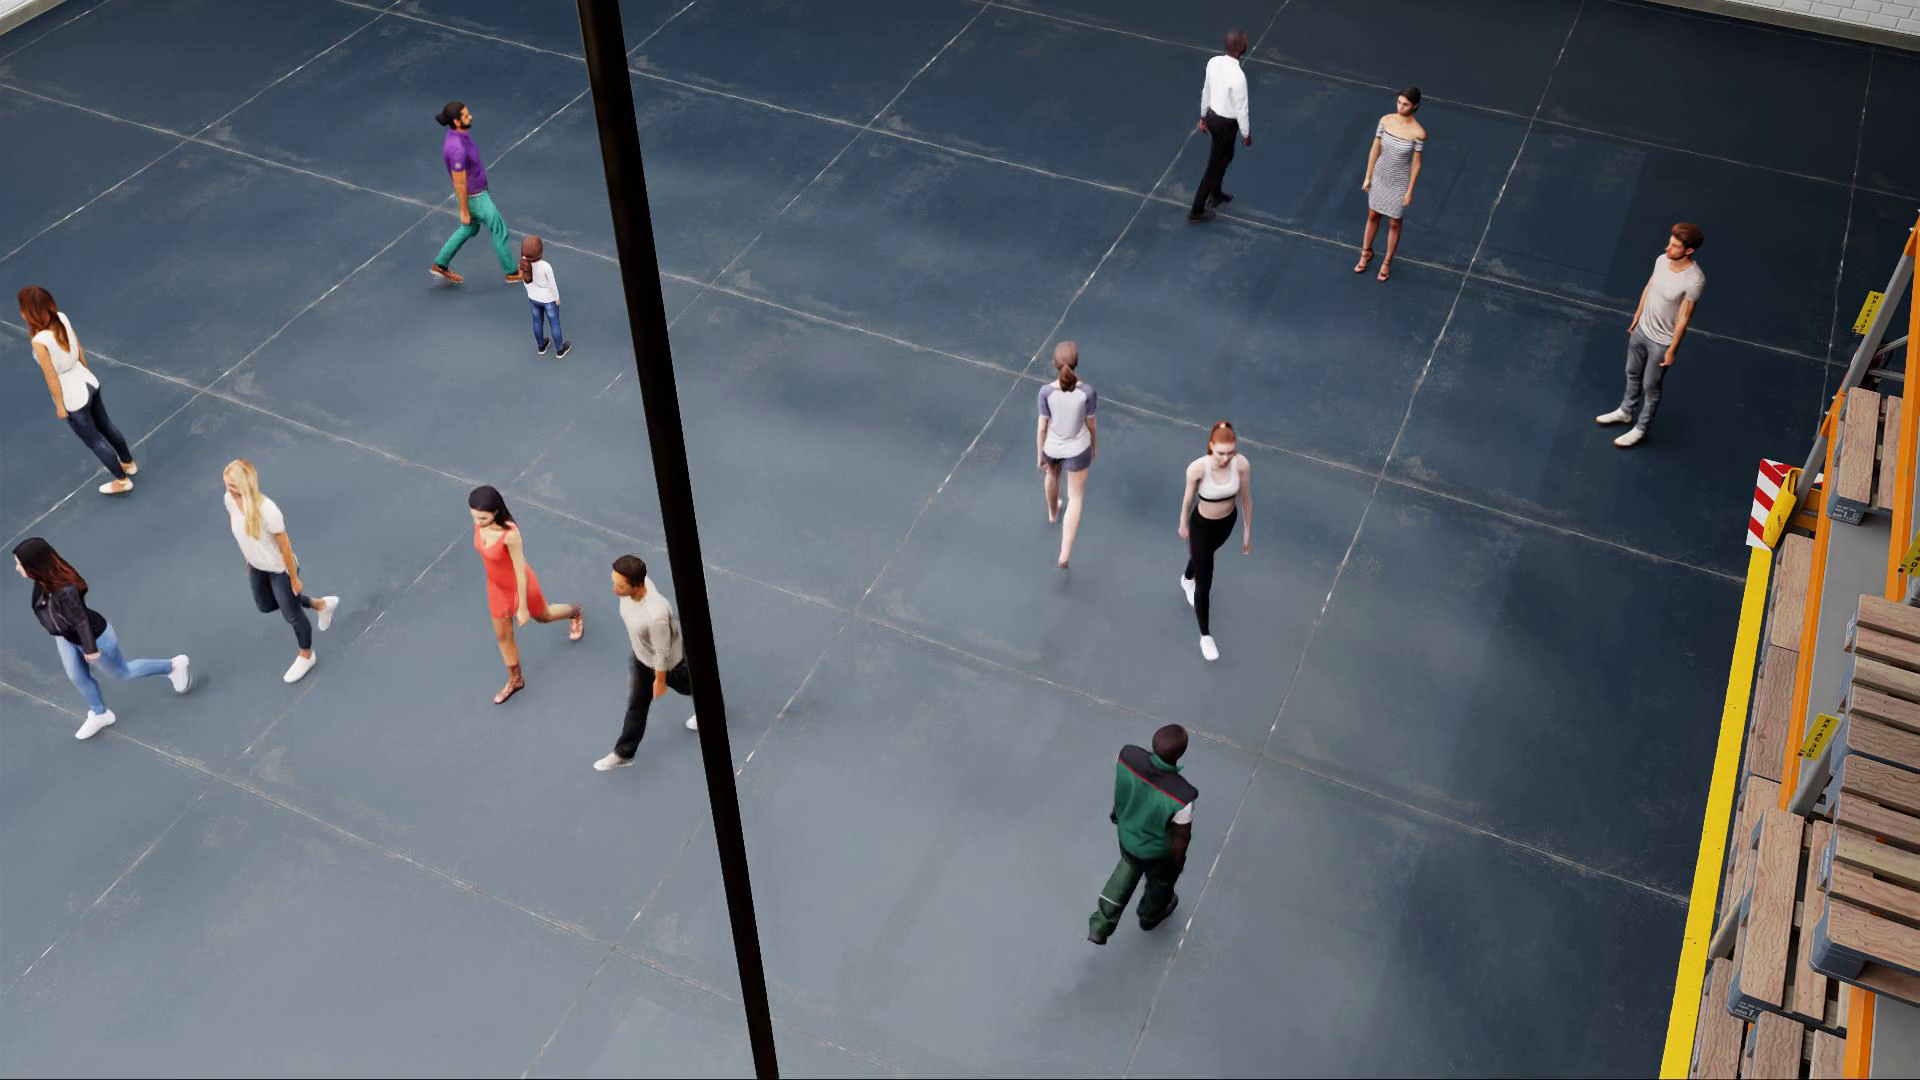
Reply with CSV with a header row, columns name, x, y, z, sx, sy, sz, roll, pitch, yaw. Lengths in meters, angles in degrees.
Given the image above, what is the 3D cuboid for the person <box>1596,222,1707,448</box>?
name,x,y,z,sx,sy,sz,roll,pitch,yaw
person,5.268,-1.557,12.519,0.804,1.889,0.739,-13,45,-13

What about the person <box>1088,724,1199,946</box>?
name,x,y,z,sx,sy,sz,roll,pitch,yaw
person,0.999,1.673,9.177,0.849,1.822,1.036,32,52,29

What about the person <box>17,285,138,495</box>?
name,x,y,z,sx,sy,sz,roll,pitch,yaw
person,-6.403,-1.071,12.086,0.735,1.782,0.599,3,44,3

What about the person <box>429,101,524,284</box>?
name,x,y,z,sx,sy,sz,roll,pitch,yaw
person,-4.202,-2.859,13.998,1.154,1.733,1.166,-11,45,-11

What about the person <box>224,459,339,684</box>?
name,x,y,z,sx,sy,sz,roll,pitch,yaw
person,-4.400,0.126,10.815,0.654,1.802,0.858,22,48,22

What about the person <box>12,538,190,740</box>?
name,x,y,z,sx,sy,sz,roll,pitch,yaw
person,-5.446,0.568,10.491,0.804,1.609,1.085,31,52,28

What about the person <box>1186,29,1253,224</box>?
name,x,y,z,sx,sy,sz,roll,pitch,yaw
person,2.240,-3.621,14.735,0.960,1.821,0.885,-18,47,-18

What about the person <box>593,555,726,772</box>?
name,x,y,z,sx,sy,sz,roll,pitch,yaw
person,-1.780,0.668,10.280,1.295,1.754,0.983,-32,52,-29

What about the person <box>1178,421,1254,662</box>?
name,x,y,z,sx,sy,sz,roll,pitch,yaw
person,1.663,-0.144,11.171,1.035,1.702,1.160,-10,45,-11

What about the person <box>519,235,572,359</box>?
name,x,y,z,sx,sy,sz,roll,pitch,yaw
person,-3.407,-1.993,13.541,0.463,1.110,0.490,12,45,12

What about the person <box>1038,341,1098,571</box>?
name,x,y,z,sx,sy,sz,roll,pitch,yaw
person,0.734,-0.578,11.602,0.744,1.736,1.127,7,44,8

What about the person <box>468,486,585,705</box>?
name,x,y,z,sx,sy,sz,roll,pitch,yaw
person,-2.831,0.246,10.775,0.657,1.683,1.138,21,47,21

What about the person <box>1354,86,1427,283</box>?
name,x,y,z,sx,sy,sz,roll,pitch,yaw
person,3.663,-3.016,14.099,0.647,1.822,0.593,28,50,26
